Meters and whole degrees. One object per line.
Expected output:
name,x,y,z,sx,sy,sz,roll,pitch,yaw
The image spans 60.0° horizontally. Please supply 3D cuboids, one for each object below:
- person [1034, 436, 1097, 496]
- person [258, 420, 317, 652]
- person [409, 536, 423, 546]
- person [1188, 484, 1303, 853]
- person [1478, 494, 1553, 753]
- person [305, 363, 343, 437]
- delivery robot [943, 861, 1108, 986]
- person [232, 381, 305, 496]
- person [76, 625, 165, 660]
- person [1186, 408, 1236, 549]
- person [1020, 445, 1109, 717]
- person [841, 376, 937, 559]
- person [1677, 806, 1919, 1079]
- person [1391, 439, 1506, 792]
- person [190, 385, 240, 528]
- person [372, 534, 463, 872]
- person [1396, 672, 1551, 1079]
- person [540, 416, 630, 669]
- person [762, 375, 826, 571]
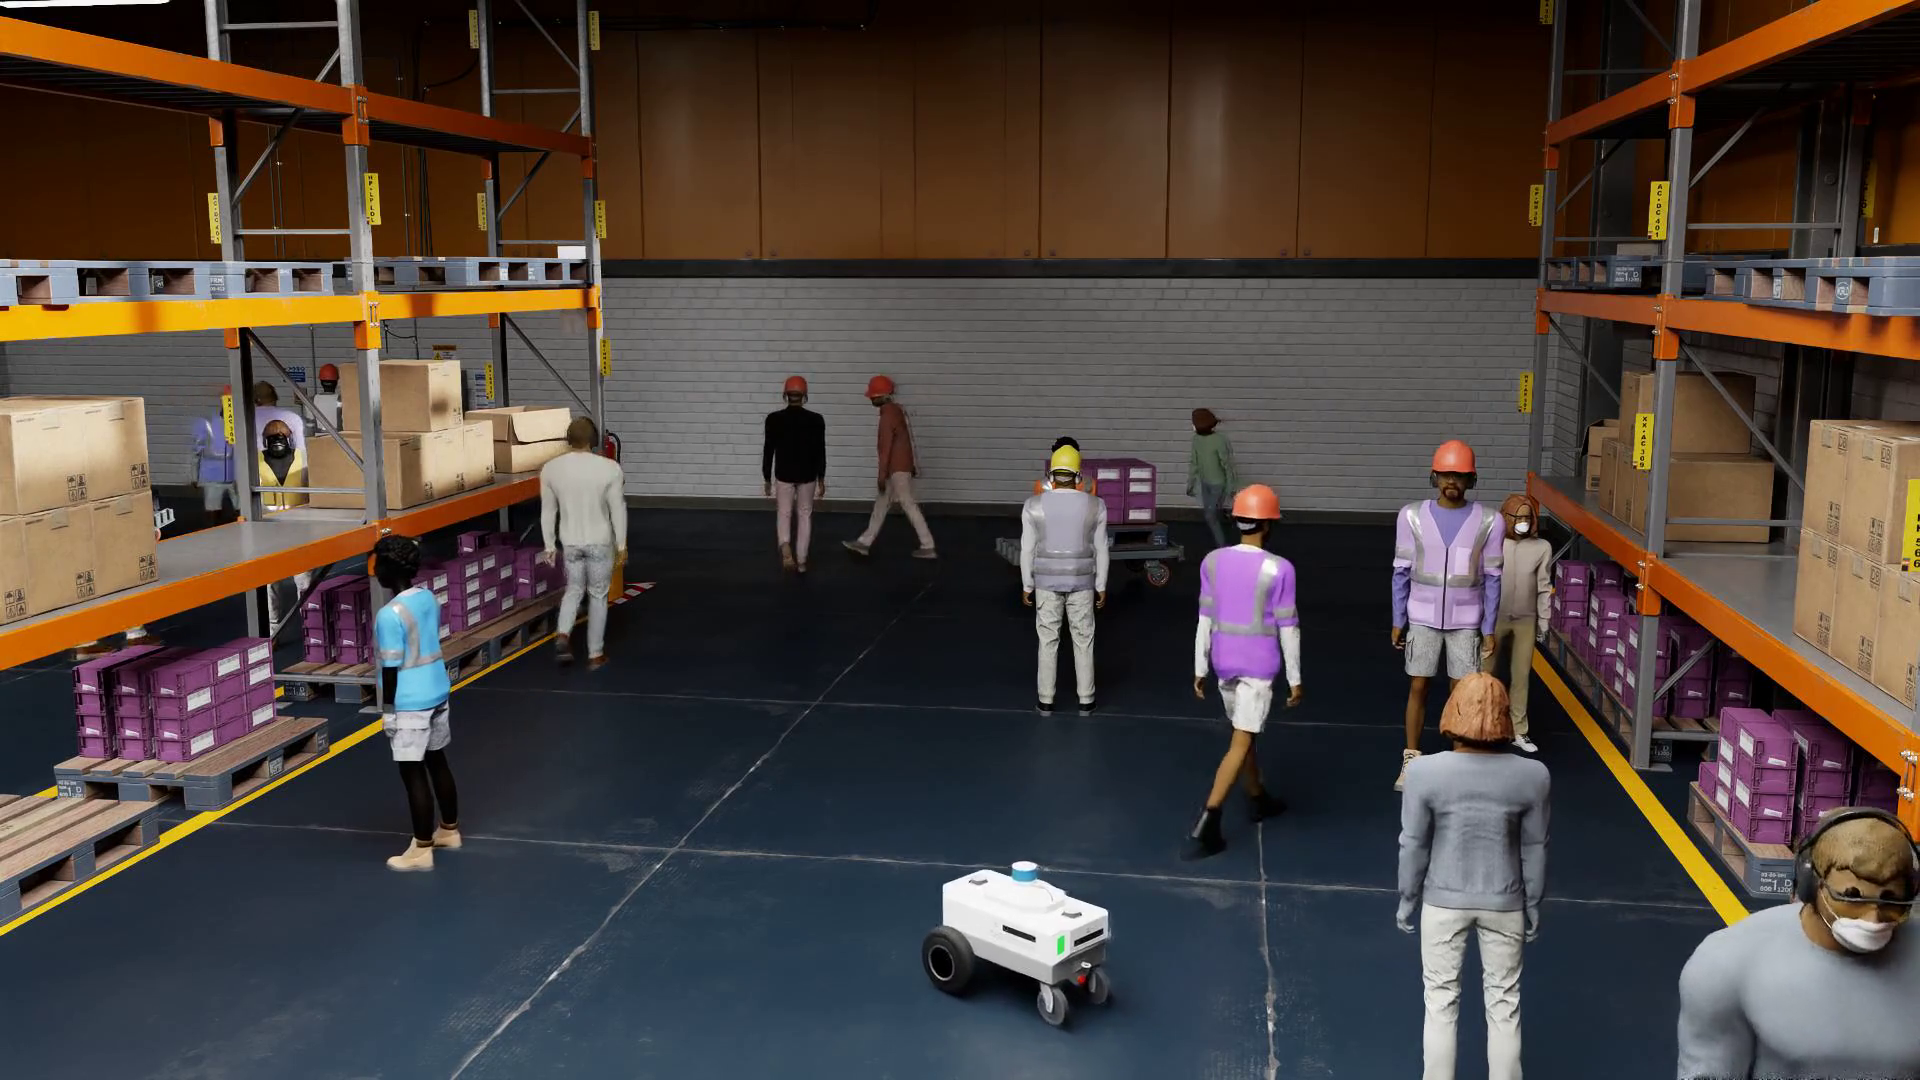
person,0.829,0.033,13.099,0.533,1.697,0.319,-2,9,-9
person,-5.320,-0.034,13.105,0.629,1.837,0.429,-4,10,-23
person,-6.084,-0.848,18.094,0.429,1.844,0.627,-1,9,-7
person,1.474,0.657,8.699,0.566,1.896,0.991,8,12,41
person,3.419,0.519,10.328,0.500,1.628,0.277,0,9,1
person,-7.139,-1.038,18.958,0.551,1.940,0.349,0,9,0
delivery robot,0.264,1.570,6.849,0.707,0.478,0.477,9,13,43
person,-6.772,-0.601,16.345,0.687,1.916,0.453,-2,9,-13
person,-6.622,-0.024,12.946,0.598,1.857,0.785,5,11,30
person,2.577,-0.550,16.981,0.487,1.597,0.517,-5,10,-27
person,0.703,0.277,11.176,0.594,1.832,0.403,1,9,4
person,-0.708,-0.747,17.232,1.011,1.913,0.672,0,9,2
person,1.855,1.466,3.586,0.649,1.916,0.419,2,9,13
person,2.763,0.447,9.473,0.608,2.048,0.365,3,10,19
person,-7.318,-0.594,16.429,0.715,1.892,0.377,-5,10,-27
person,-2.747,0.811,8.353,0.325,1.690,0.537,1,9,8
person,1.756,1.260,5.728,0.501,1.633,0.285,2,9,9
person,-2.792,0.040,12.367,0.632,1.923,0.530,1,9,8
person,-1.628,-0.628,16.342,0.627,1.975,0.712,-1,9,-3
